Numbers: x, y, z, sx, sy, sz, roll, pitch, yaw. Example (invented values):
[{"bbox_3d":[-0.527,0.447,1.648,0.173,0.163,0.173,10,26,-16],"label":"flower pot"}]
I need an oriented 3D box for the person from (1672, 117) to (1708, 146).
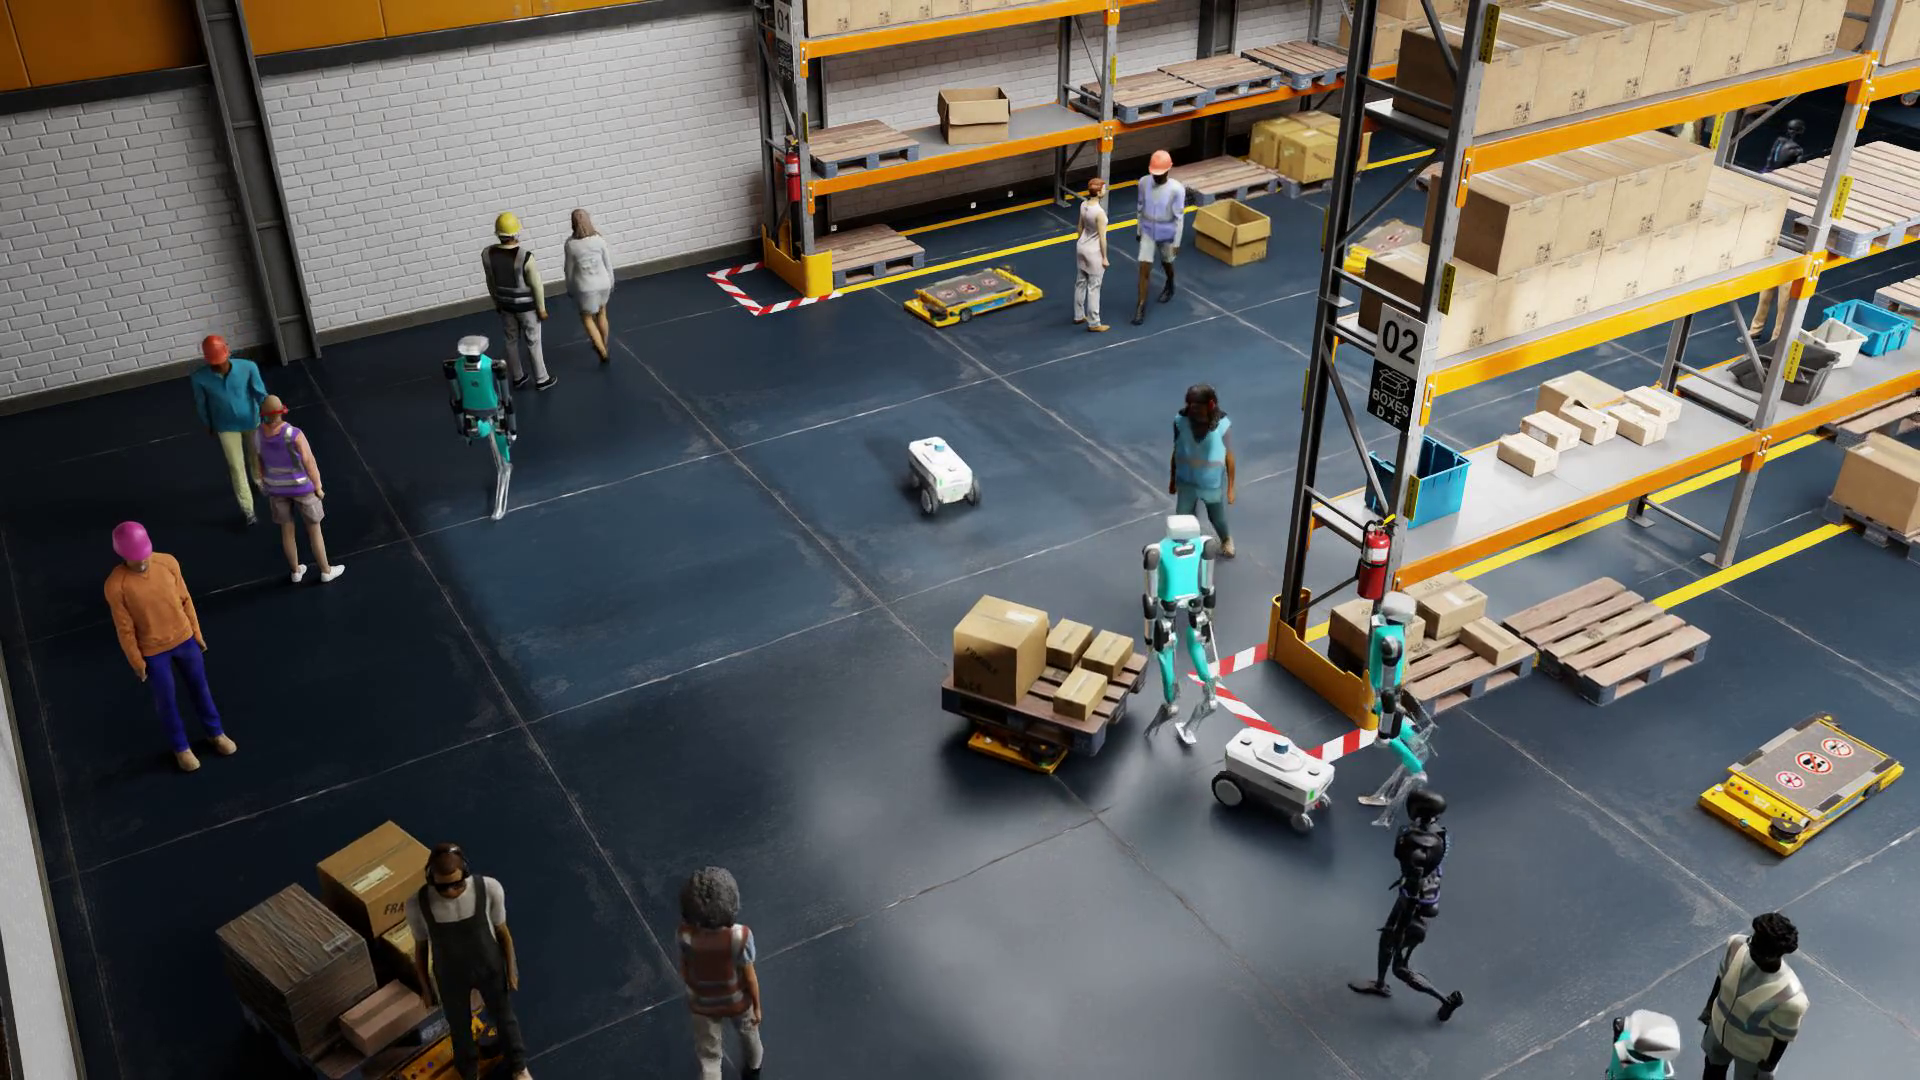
[{"bbox_3d":[9.101,-5.056,20.683,0.471,1.829,0.579,12,34,18],"label":"person"}]

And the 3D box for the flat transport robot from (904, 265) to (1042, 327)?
[{"bbox_3d":[0.149,-2.702,18.393,1.431,0.231,0.659,-20,37,-29],"label":"flat transport robot"}]

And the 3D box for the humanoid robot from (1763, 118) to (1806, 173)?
[{"bbox_3d":[9.476,-4.083,19.278,0.450,1.647,0.590,-6,33,-9],"label":"humanoid robot"}]

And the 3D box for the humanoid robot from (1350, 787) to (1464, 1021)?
[{"bbox_3d":[2.646,2.061,9.487,0.642,1.629,0.600,9,33,13],"label":"humanoid robot"}]

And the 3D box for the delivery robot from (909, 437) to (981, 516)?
[{"bbox_3d":[-0.165,-0.588,14.763,0.499,0.606,0.781,-14,35,-21],"label":"delivery robot"}]

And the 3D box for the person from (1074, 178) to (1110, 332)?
[{"bbox_3d":[1.400,-3.024,17.593,0.289,1.661,0.451,-18,36,-26],"label":"person"}]

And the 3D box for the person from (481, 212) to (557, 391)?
[{"bbox_3d":[-4.328,-2.338,16.337,0.589,1.837,0.404,9,33,14],"label":"person"}]

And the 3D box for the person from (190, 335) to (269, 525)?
[{"bbox_3d":[-6.211,-1.000,14.333,0.561,1.692,0.921,-17,36,-25],"label":"person"}]

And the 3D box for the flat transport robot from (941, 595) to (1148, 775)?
[{"bbox_3d":[0.663,1.167,12.223,0.659,0.231,1.431,15,35,23],"label":"flat transport robot"}]

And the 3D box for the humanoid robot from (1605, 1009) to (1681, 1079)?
[{"bbox_3d":[3.342,2.972,7.964,0.667,1.801,0.541,2,32,4],"label":"humanoid robot"}]

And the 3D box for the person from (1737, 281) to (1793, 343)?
[{"bbox_3d":[8.460,-2.780,17.118,0.340,1.750,0.565,-16,35,-24],"label":"person"}]

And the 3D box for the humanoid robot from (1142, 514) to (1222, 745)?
[{"bbox_3d":[1.581,0.756,11.529,0.530,1.800,0.783,-8,33,-13],"label":"humanoid robot"}]

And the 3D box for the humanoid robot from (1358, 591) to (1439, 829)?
[{"bbox_3d":[2.937,1.135,10.883,0.655,1.791,0.532,4,32,6],"label":"humanoid robot"}]

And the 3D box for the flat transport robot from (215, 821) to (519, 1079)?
[{"bbox_3d":[-3.305,2.766,9.673,1.431,0.231,0.659,24,39,33],"label":"flat transport robot"}]

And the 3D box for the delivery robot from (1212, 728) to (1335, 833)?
[{"bbox_3d":[2.143,1.588,11.281,0.795,0.593,0.499,23,39,32],"label":"delivery robot"}]

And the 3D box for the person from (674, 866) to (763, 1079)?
[{"bbox_3d":[-1.275,2.466,8.850,0.415,1.653,0.813,-3,32,-5],"label":"person"}]

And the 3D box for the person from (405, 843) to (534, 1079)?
[{"bbox_3d":[-2.628,2.322,8.905,0.507,1.838,0.327,-9,33,-14],"label":"person"}]

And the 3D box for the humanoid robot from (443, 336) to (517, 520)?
[{"bbox_3d":[-4.055,-1.061,14.424,0.540,1.745,1.032,-1,32,-1],"label":"humanoid robot"}]

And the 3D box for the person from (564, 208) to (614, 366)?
[{"bbox_3d":[-3.718,-2.549,16.853,0.497,1.639,0.600,-22,38,-30],"label":"person"}]

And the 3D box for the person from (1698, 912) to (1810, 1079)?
[{"bbox_3d":[4.062,2.577,8.637,0.320,1.692,0.534,-10,34,-16],"label":"person"}]

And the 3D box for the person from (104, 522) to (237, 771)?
[{"bbox_3d":[-5.435,0.709,11.358,0.405,1.972,0.519,25,40,34],"label":"person"}]

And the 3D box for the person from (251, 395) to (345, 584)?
[{"bbox_3d":[-5.366,-0.395,13.372,0.485,1.694,0.346,2,32,3],"label":"person"}]

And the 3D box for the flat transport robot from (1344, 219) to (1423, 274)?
[{"bbox_3d":[5.056,-3.414,19.529,0.659,0.231,1.431,22,38,31],"label":"flat transport robot"}]

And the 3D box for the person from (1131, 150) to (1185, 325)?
[{"bbox_3d":[2.152,-3.327,17.884,0.561,1.878,0.980,14,35,21],"label":"person"}]

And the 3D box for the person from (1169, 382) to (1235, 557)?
[{"bbox_3d":[1.978,-0.514,13.449,0.550,1.830,0.887,10,34,16],"label":"person"}]

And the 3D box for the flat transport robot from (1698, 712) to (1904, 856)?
[{"bbox_3d":[5.811,1.654,11.446,1.431,0.231,0.659,-21,38,-29],"label":"flat transport robot"}]
